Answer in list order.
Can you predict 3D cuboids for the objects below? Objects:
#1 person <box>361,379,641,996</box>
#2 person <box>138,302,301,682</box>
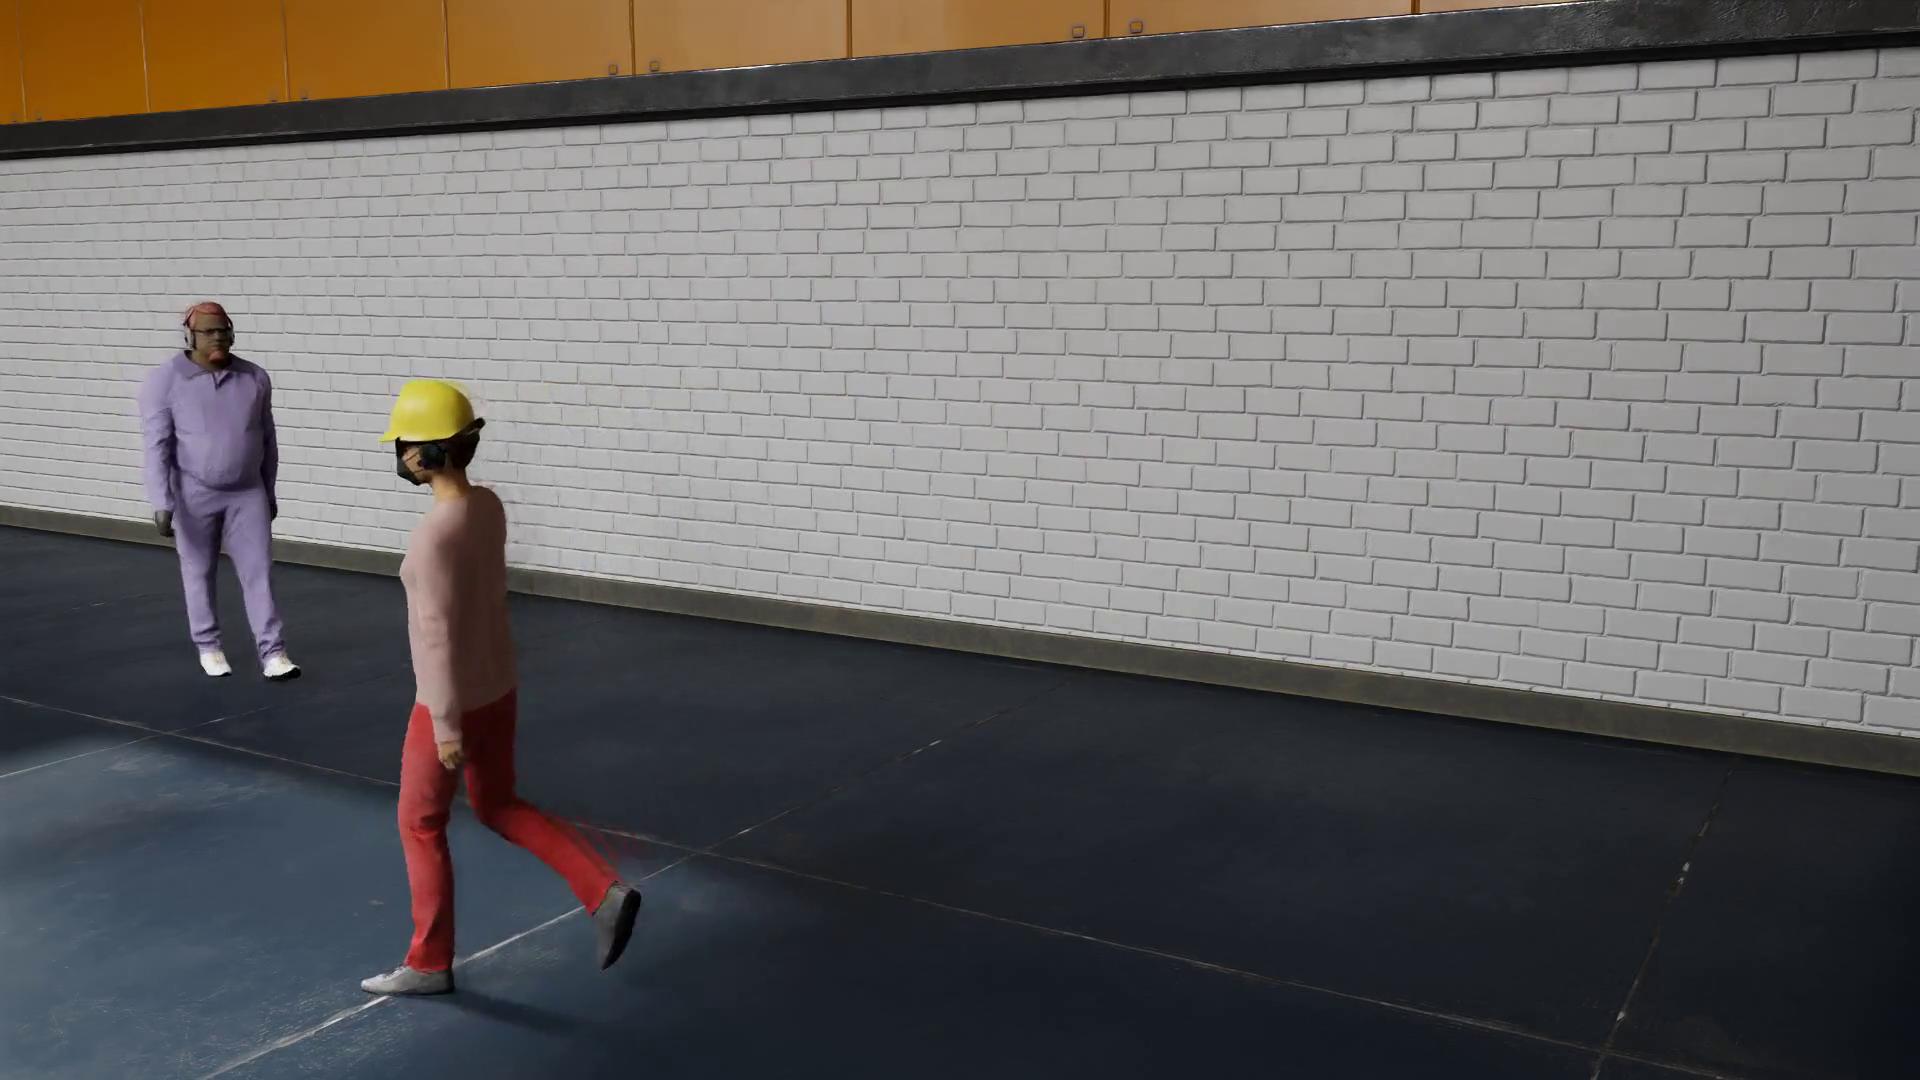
[{"bbox_3d":[-1.308,0.422,4.605,0.698,1.744,0.528,1,9,8],"label":"person"},{"bbox_3d":[-3.596,-0.209,8.130,0.671,1.869,0.915,-8,12,-39],"label":"person"}]
